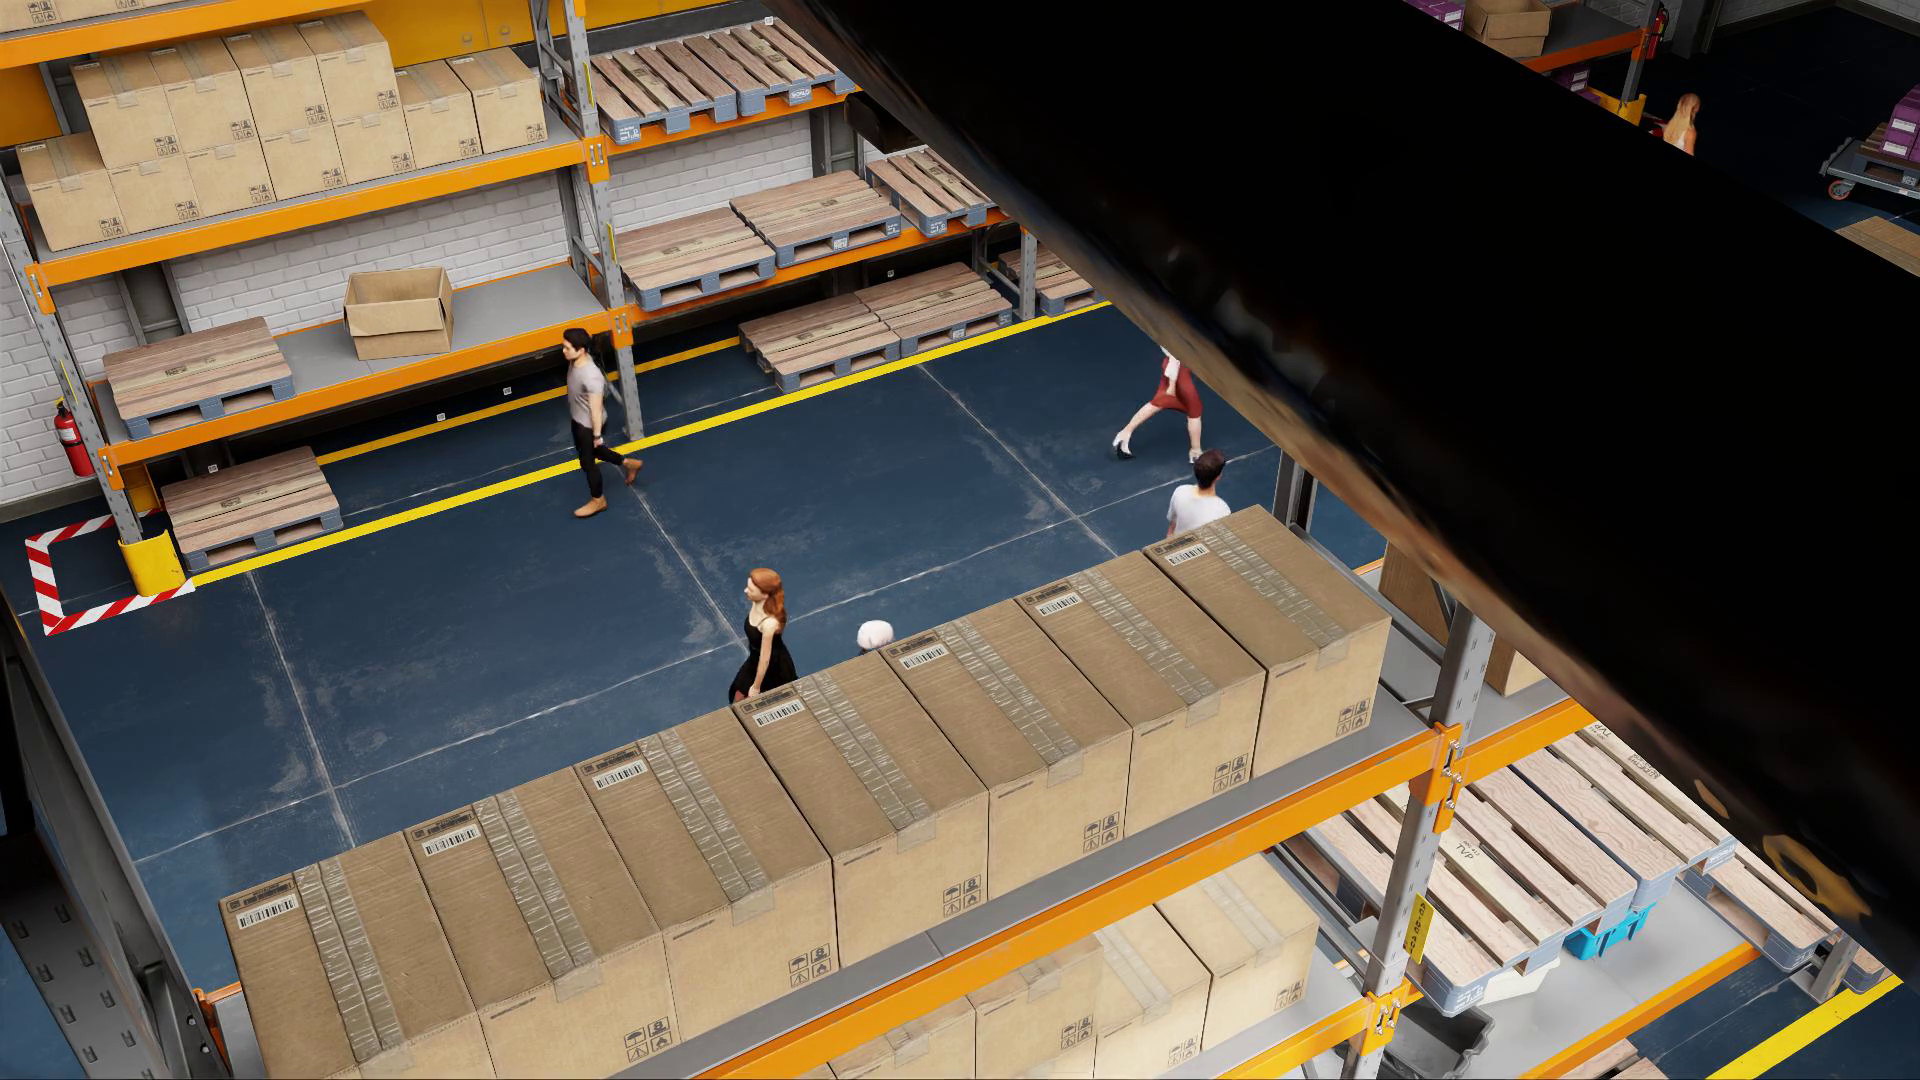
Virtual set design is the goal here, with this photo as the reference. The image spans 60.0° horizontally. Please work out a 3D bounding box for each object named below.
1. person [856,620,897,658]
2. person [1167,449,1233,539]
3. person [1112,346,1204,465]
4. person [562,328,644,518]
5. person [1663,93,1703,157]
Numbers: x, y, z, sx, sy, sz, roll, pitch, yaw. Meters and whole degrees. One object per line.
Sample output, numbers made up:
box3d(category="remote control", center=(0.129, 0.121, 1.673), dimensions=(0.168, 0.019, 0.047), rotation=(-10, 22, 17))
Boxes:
box3d(category="person", center=(-0.598, 1.254, 10.502), dimensions=(1.191, 1.746, 0.987), rotation=(-6, 39, -8))
box3d(category="person", center=(1.594, 0.206, 11.580), dimensions=(0.746, 1.877, 0.759), rotation=(32, 48, 33))
box3d(category="person", center=(1.692, -1.334, 13.638), dimensions=(1.163, 1.715, 1.001), rotation=(2, 39, 3))
box3d(category="person", center=(-2.875, -0.972, 13.195), dimensions=(0.878, 1.703, 0.640), rotation=(-17, 42, -20))
box3d(category="person", center=(6.933, -3.524, 16.311), dimensions=(0.703, 1.802, 0.705), rotation=(-6, 39, -7))
